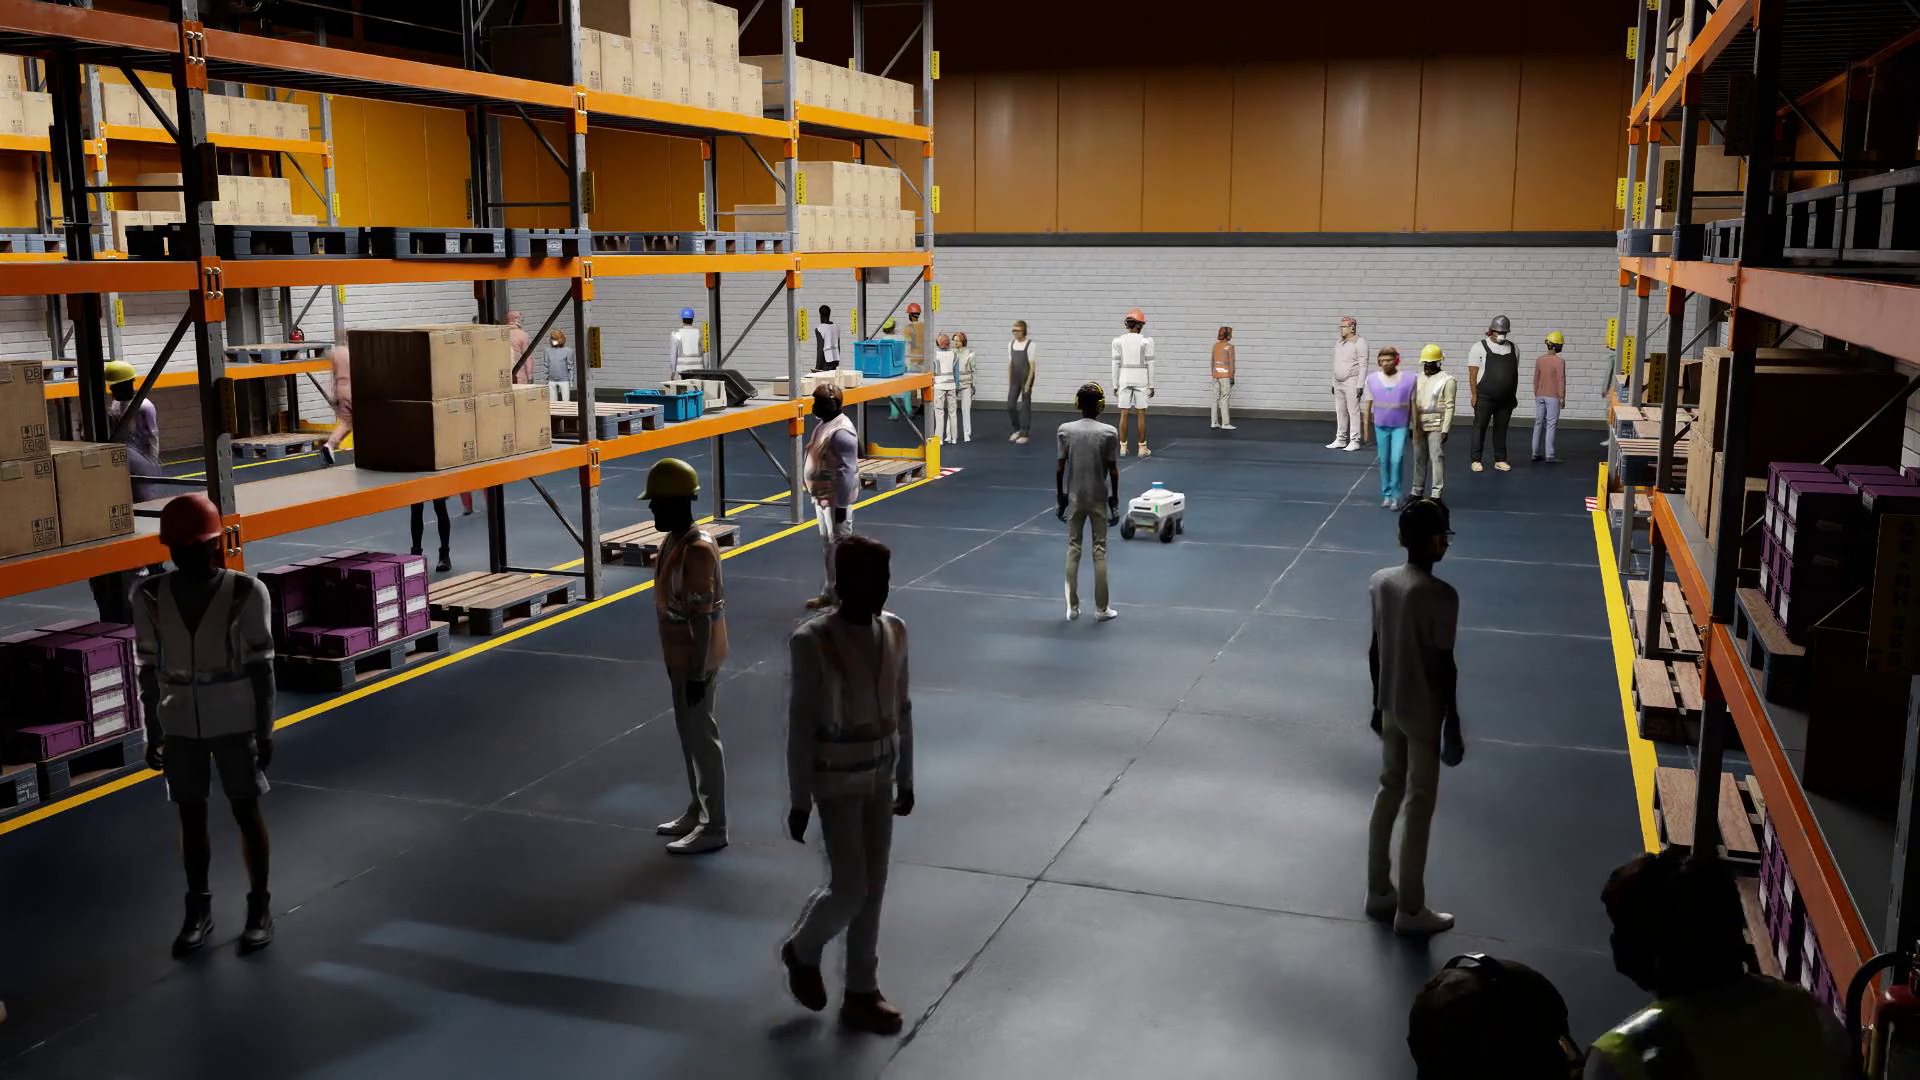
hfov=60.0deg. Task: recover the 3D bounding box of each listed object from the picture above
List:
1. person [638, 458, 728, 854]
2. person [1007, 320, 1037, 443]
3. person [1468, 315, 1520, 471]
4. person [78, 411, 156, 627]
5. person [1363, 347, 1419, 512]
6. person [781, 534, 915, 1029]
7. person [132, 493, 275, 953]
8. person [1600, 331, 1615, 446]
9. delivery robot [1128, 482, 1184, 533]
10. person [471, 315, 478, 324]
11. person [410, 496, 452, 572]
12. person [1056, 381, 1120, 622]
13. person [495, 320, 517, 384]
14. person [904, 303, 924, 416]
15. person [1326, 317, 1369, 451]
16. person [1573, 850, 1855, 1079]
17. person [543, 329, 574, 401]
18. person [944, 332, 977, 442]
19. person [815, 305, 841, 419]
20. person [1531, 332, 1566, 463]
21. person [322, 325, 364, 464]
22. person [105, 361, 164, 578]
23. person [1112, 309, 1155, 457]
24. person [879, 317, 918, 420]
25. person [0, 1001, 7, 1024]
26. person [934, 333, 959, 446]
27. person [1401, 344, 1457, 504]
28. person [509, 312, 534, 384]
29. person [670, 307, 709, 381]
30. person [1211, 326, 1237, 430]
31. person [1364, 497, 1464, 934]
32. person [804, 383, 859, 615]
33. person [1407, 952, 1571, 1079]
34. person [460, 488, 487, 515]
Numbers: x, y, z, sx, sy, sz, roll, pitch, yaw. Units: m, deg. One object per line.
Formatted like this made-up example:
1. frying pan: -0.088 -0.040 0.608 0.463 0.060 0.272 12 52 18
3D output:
1. person: -1.333 0.555 8.054 0.401 1.919 0.581 -4 11 -24
2. person: 0.903 -2.325 24.527 0.507 1.823 0.433 6 12 31
3. person: 6.946 -1.902 21.531 0.680 2.000 0.537 -2 10 -9
4. person: -5.640 0.029 11.122 0.658 1.881 0.872 3 11 17
5. person: 4.739 -1.223 18.353 0.586 1.804 0.734 5 11 25
6. person: -0.398 0.905 6.201 0.441 1.870 0.615 9 13 40
7. person: -3.103 0.758 6.859 0.547 1.932 0.382 -1 10 -7
8. person: 9.667 -2.231 24.356 0.642 1.699 0.322 -5 11 -25
9. delivery robot: 1.968 -0.334 16.620 0.477 0.478 0.707 6 12 30
10. person: -7.646 -2.718 26.792 0.537 1.823 0.989 -1 10 -5
11. person: -4.790 -0.674 14.902 0.543 1.940 0.361 0 10 2
12. person: 0.996 -0.296 12.969 0.516 1.871 0.325 4 11 21
13. person: -6.391 -2.074 22.872 0.616 1.910 0.980 -6 12 -29
14. person: -0.778 -3.093 28.532 0.358 1.938 0.542 9 14 42
15. person: 5.508 -2.219 23.699 0.402 1.906 0.651 -5 11 -26
16. person: 1.437 1.489 3.101 0.663 1.809 0.731 -4 11 -22
17. person: -6.199 -2.437 25.690 0.498 1.633 0.285 1 10 8
18. person: -0.003 -2.276 24.775 0.515 1.636 0.315 1 10 8
19. person: -2.219 -2.994 28.030 0.386 1.916 0.590 7 12 34
20. person: 7.953 -1.916 22.387 0.326 1.767 0.533 -4 11 -24
21. person: -8.028 -1.868 21.825 0.647 1.879 0.657 6 11 28
22. person: -7.317 -0.627 14.697 0.586 1.917 0.380 6 12 31
23. person: 2.410 -2.170 23.059 0.605 2.034 0.392 4 11 20
24. person: -1.051 -2.855 27.795 0.667 1.724 0.435 -5 11 -28
25. person: -3.714 1.029 5.732 0.627 1.802 0.931 -1 10 -7
26. person: -0.242 -2.192 24.289 0.514 1.640 0.315 -5 11 -28
27. person: 5.251 -1.279 18.631 0.403 1.825 0.586 -6 12 -32
28. person: -6.899 -2.582 25.816 0.690 1.894 0.442 4 11 23
29. person: -4.253 -2.675 26.144 0.616 1.945 0.404 -4 11 -20
30. person: 4.182 -2.575 26.462 0.315 1.636 0.515 -6 12 -31
31. person: 1.948 0.746 7.124 0.339 1.865 0.531 -5 11 -25
32. person: -1.019 -0.320 13.183 0.430 1.845 0.624 -4 11 -20
33. person: 0.726 1.534 2.467 0.372 1.940 0.627 -5 11 -27
34. person: -5.293 -1.137 18.024 0.544 1.764 0.357 0 10 -2
